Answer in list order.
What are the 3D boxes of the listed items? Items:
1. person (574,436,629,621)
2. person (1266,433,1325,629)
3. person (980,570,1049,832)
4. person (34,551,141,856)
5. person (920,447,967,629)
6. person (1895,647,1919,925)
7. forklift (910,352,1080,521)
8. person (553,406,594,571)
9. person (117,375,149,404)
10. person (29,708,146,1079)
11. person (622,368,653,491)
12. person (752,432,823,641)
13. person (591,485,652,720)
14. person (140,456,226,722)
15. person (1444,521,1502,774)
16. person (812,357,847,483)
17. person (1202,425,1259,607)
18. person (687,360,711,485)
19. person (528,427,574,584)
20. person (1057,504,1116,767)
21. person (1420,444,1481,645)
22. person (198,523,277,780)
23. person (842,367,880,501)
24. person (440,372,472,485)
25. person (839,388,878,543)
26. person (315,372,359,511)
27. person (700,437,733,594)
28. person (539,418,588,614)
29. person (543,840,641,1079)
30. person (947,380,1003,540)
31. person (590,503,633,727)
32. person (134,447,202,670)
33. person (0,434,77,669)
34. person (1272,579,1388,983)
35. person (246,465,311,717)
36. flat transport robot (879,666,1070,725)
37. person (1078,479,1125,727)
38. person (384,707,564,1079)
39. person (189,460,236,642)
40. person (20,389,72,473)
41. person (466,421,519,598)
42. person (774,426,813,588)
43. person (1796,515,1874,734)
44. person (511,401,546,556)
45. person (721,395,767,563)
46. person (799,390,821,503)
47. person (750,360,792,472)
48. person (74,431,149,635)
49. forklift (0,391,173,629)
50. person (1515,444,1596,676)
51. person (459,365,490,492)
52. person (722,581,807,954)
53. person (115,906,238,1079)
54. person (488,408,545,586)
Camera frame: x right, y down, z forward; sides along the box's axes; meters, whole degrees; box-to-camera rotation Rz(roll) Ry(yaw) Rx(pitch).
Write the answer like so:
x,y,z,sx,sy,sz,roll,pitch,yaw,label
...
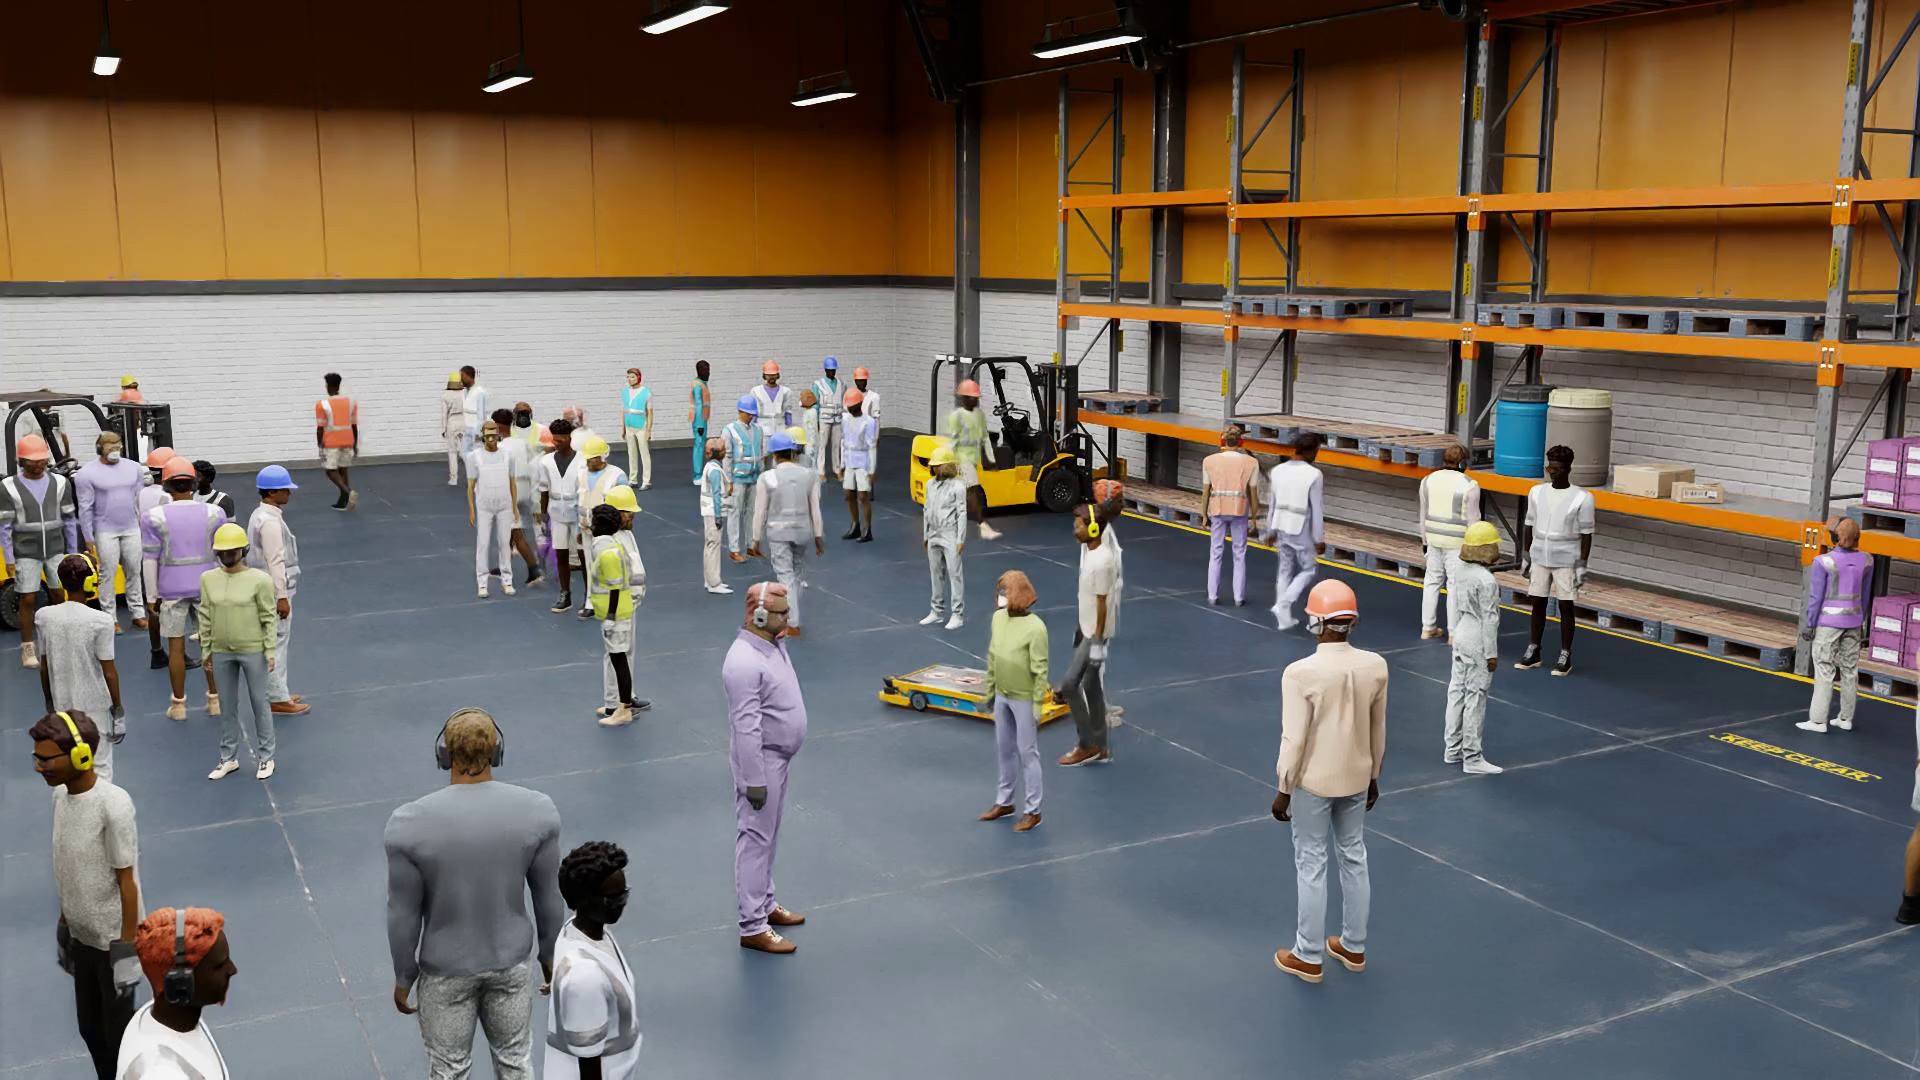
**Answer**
x,y,z,sx,sy,sz,roll,pitch,yaw,label
-3.480,-0.104,16.097,0.592,1.819,0.404,4,11,22,person
3.135,-0.066,15.668,0.481,1.889,0.680,-8,12,-37,person
0.345,0.989,10.350,0.274,1.633,0.504,-8,13,-38,person
-5.089,0.994,9.672,0.512,1.861,0.325,1,10,8,person
-0.164,-0.021,15.845,0.492,1.740,0.325,8,13,39,person
5.210,1.140,8.644,0.380,1.929,0.539,-3,10,-15,person
0.460,-1.461,22.833,2.313,2.155,1.214,-5,11,-28,forklift
-4.258,-0.569,18.605,0.585,1.881,0.752,1,10,6,person
-12.254,-1.561,24.670,0.337,1.762,0.524,6,11,30,person
-3.337,1.557,6.444,0.531,1.856,0.330,7,12,35,person
-4.841,-1.663,24.996,0.565,1.846,0.390,5,11,28,person
-1.666,-0.057,15.573,0.627,1.901,0.914,-6,11,-30,person
-2.613,0.478,12.771,0.403,1.817,0.601,0,10,2,person
-5.914,0.376,12.737,0.611,2.032,0.411,-7,12,-35,person
3.569,0.733,11.491,0.287,1.746,0.487,-2,10,-13,person
-2.018,-1.872,25.906,0.605,1.948,0.391,-7,12,-33,person
2.724,-0.234,16.805,0.562,1.837,0.387,2,10,14,person
-4.008,-1.813,25.661,0.391,1.916,0.590,-1,10,-4,person
-4.438,-0.386,17.997,0.585,1.723,0.586,6,12,33,person
0.828,0.665,11.573,0.519,1.856,0.549,0,10,2,person
4.501,0.038,15.251,0.430,1.836,0.630,-7,12,-37,person
-4.901,0.756,11.296,0.524,1.771,0.312,0,10,1,person
-1.421,-1.518,23.895,0.552,1.939,0.355,1,10,8,person
-7.740,-1.721,25.625,0.492,1.742,0.319,-5,11,-27,person
-1.249,-0.923,20.546,0.576,1.910,0.492,8,13,39,person
-8.508,-1.332,22.823,0.720,1.945,0.609,8,13,40,person
-2.576,-0.260,17.510,0.315,1.641,0.514,-2,10,-14,person
-3.880,-0.236,16.489,0.611,1.954,0.393,2,10,9,person
-1.204,1.804,5.459,0.321,1.698,0.534,-2,10,-13,person
0.119,-1.014,20.858,1.053,1.993,0.610,7,12,37,person
-2.637,0.563,12.606,0.322,1.696,0.536,-2,10,-12,person
-6.776,0.166,14.249,0.540,1.930,0.384,6,11,29,person
-7.926,0.098,14.341,0.420,2.033,0.610,9,13,42,person
1.812,1.178,8.210,0.623,1.992,0.392,-5,11,-24,person
-5.301,0.386,12.908,0.405,1.945,0.615,-6,11,-30,person
0.122,1.203,13.027,1.431,0.197,0.652,7,12,35,flat transport robot
1.082,0.471,12.632,0.359,1.880,0.578,1,10,8,person
-1.783,1.569,6.171,0.635,1.929,0.382,-5,11,-27,person
-6.878,0.106,15.238,0.541,1.695,0.316,3,10,16,person
-11.822,-1.029,21.487,0.571,1.816,1.004,-3,10,-15,person
-4.844,-0.322,17.279,0.509,1.844,0.329,-5,11,-26,person
-1.832,-0.372,17.893,0.523,1.741,0.598,-9,13,-42,person
6.518,0.632,12.367,0.514,1.644,0.307,-2,10,-14,person
-5.134,-0.723,19.643,0.623,1.835,0.431,-3,10,-16,person
-2.487,-0.713,19.255,0.395,1.941,0.601,9,13,40,person
-2.140,-1.328,23.712,0.280,1.628,0.504,-3,10,-16,person
-2.681,-1.540,23.726,0.605,2.044,0.375,-3,10,-16,person
-7.923,-0.072,15.614,0.382,1.930,0.636,7,12,37,person
-9.026,-0.363,16.508,1.214,2.155,2.313,6,11,29,forklift
5.053,0.165,14.129,0.602,1.966,0.368,10,14,44,person
-7.247,-1.657,24.825,0.443,1.898,0.594,-9,13,-42,person
-0.992,1.154,8.608,0.407,1.908,0.639,1,10,4,person
-2.077,1.889,4.478,0.344,1.875,0.577,-4,11,-23,person
-4.820,-0.465,17.932,1.007,1.915,0.613,6,12,32,person
